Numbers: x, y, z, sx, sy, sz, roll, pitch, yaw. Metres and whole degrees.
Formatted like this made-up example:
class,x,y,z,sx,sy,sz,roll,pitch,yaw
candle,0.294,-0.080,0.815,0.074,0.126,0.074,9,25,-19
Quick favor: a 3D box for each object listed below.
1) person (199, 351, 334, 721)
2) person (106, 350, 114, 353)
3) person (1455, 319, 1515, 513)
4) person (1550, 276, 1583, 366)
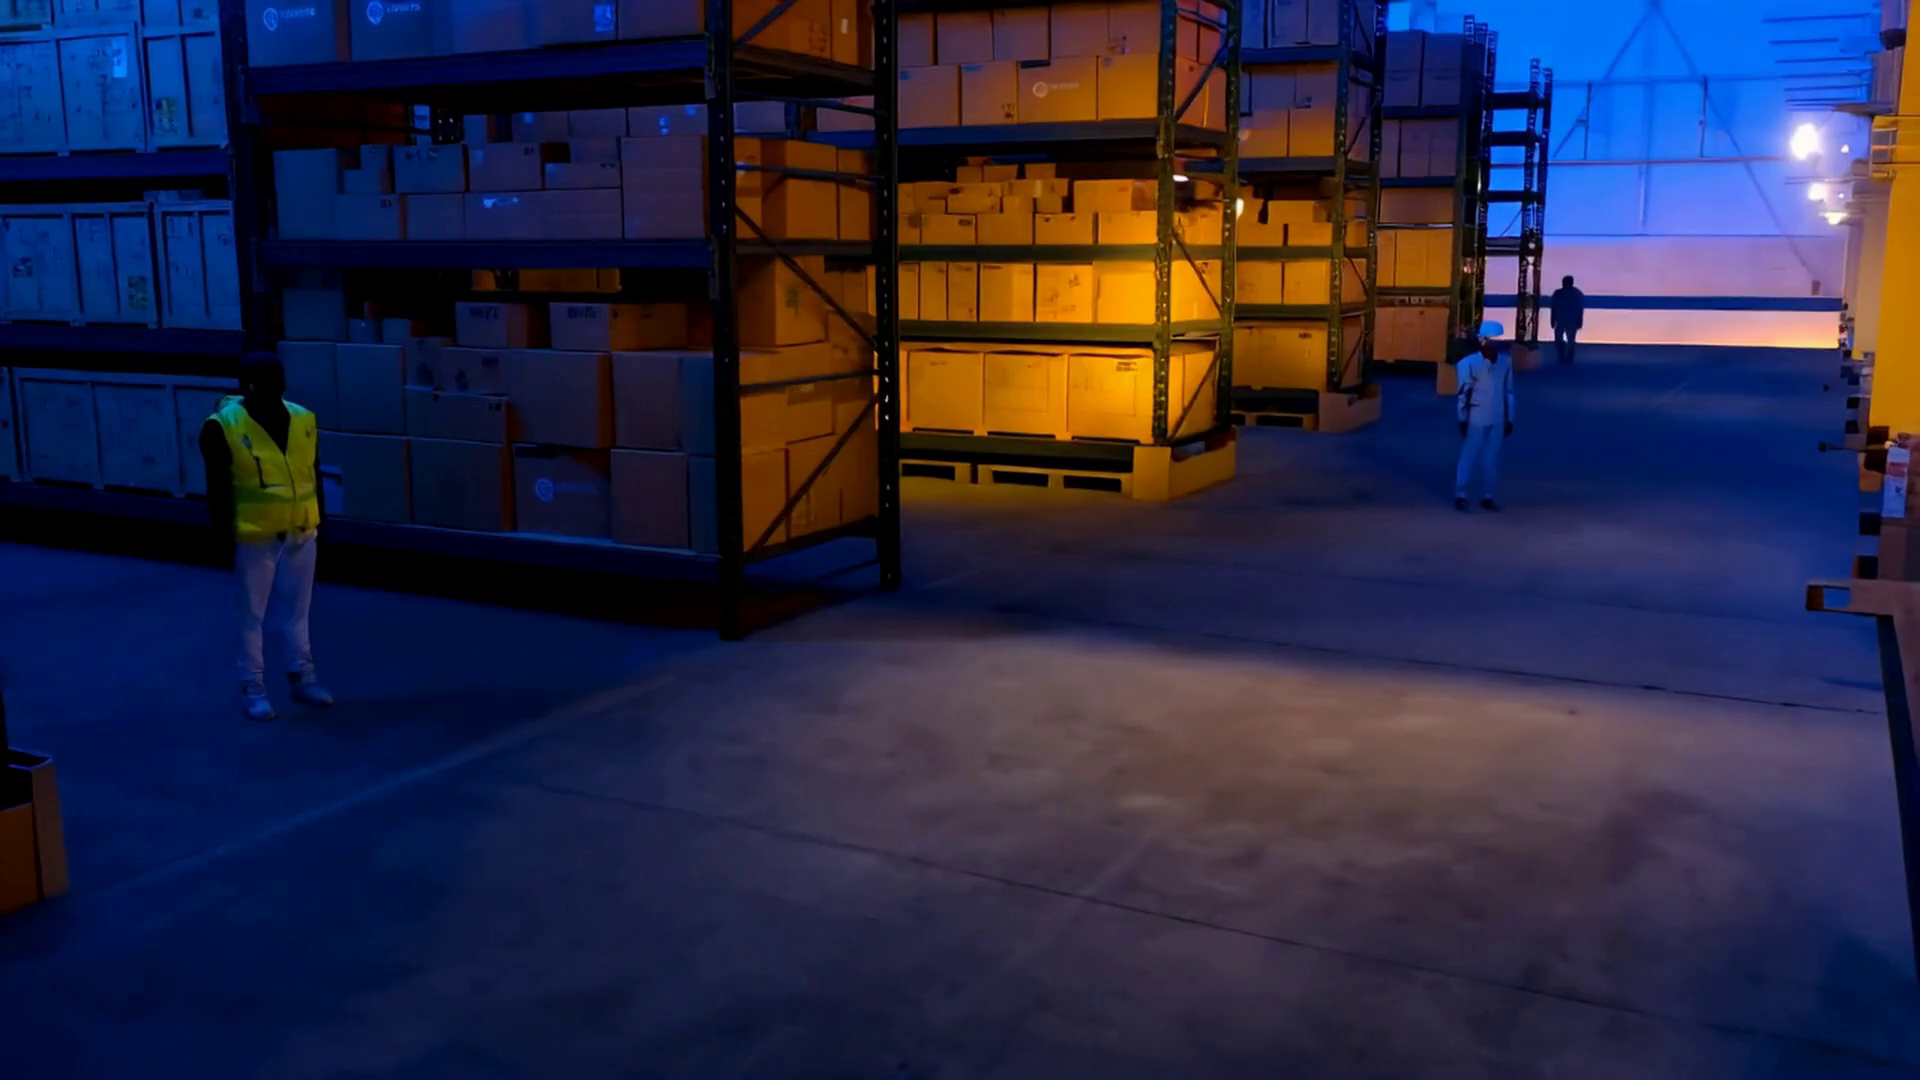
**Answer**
class,x,y,z,sx,sy,sz,roll,pitch,yaw
person,-3.471,-0.028,8.413,0.429,1.844,0.627,7,12,35
person,-9.847,-1.935,19.530,0.404,1.828,0.594,6,11,30
person,4.737,-1.107,14.952,0.566,1.742,0.351,-3,10,-17
person,12.607,-4.559,34.592,0.641,1.863,0.846,2,10,14
